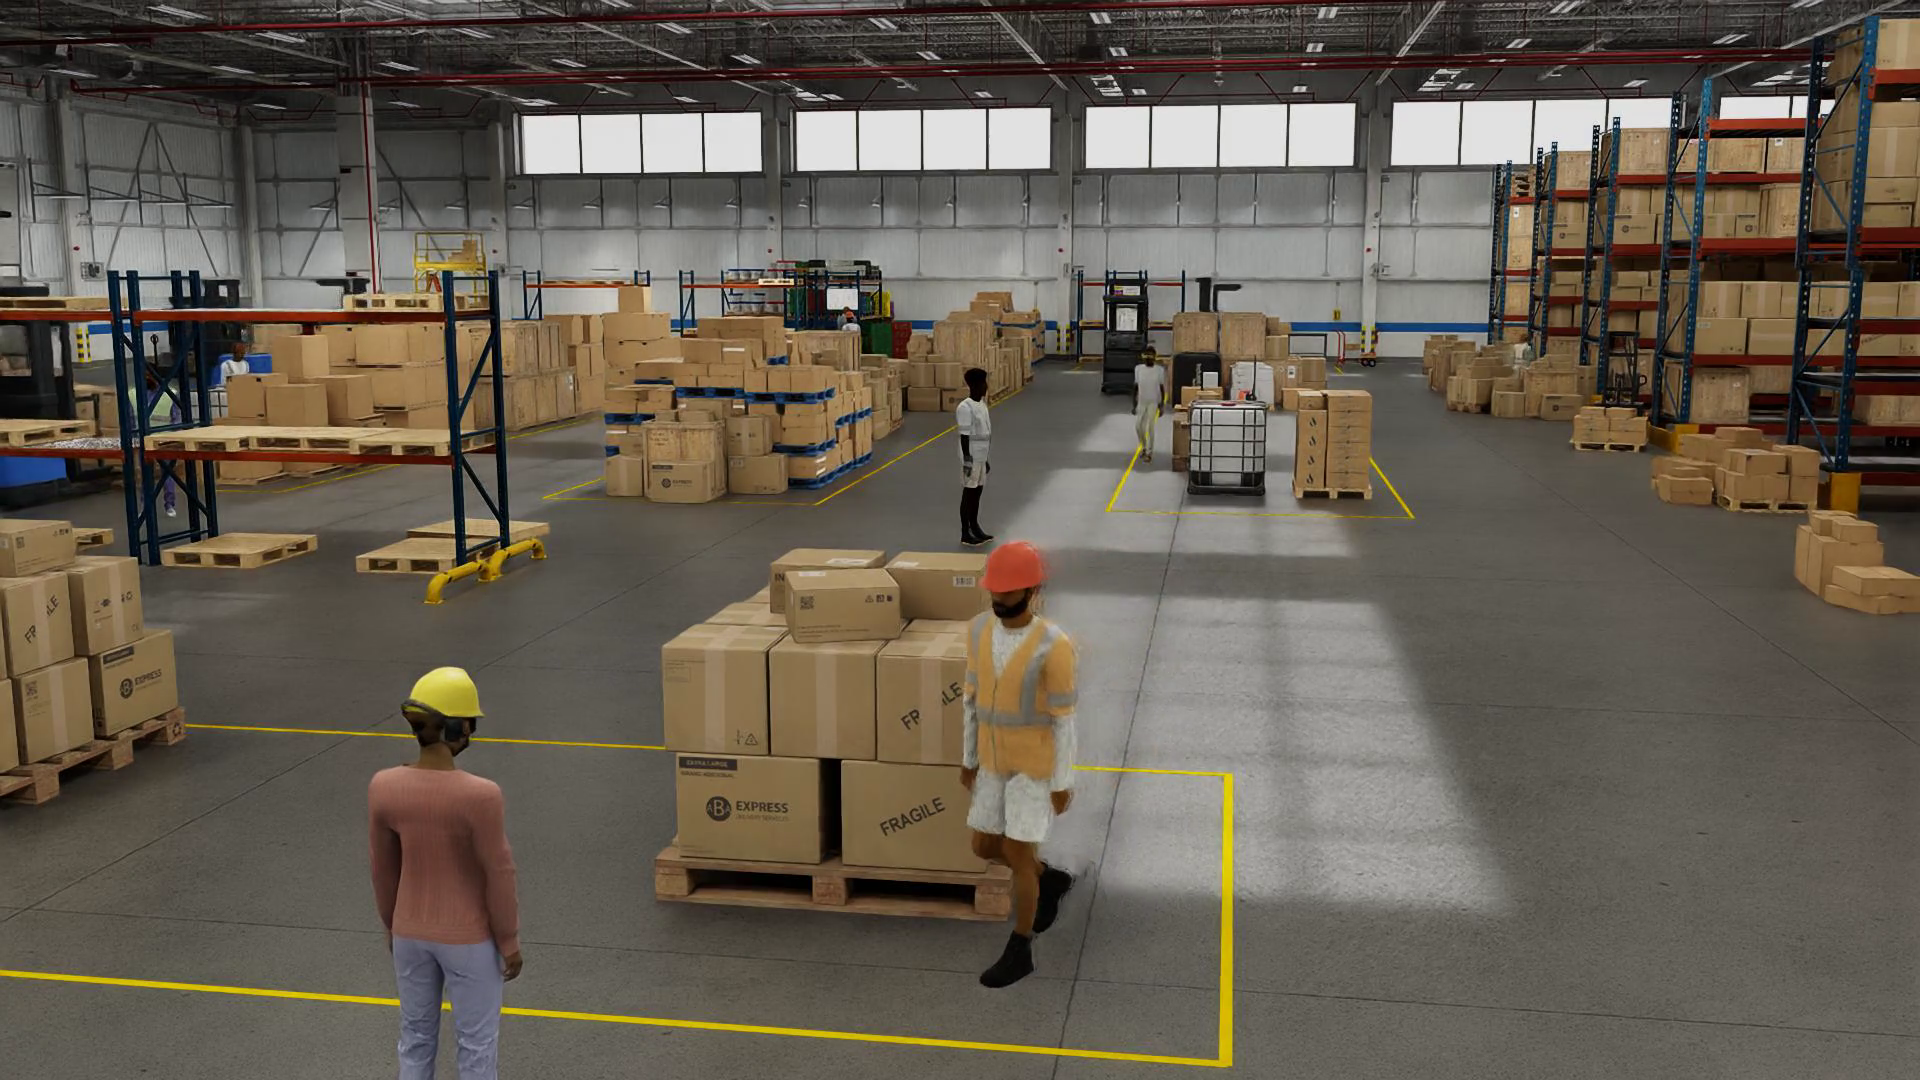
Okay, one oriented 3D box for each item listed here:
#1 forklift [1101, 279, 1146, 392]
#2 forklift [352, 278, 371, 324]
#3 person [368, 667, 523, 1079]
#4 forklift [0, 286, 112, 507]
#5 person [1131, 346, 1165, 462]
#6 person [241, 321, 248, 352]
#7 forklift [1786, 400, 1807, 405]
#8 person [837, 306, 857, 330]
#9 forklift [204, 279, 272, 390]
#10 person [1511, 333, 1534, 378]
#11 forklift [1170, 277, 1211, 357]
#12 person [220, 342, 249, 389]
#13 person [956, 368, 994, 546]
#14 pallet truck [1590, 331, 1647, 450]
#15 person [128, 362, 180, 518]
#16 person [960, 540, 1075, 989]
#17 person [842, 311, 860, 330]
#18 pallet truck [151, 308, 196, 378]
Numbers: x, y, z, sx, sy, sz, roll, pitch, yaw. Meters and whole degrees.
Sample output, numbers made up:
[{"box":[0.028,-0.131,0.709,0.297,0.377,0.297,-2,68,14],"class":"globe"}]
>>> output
[{"box":[4.161,-5.129,41.548,1.129,2.768,1.873,1,9,8],"class":"forklift"},{"box":[-15.667,-5.468,43.635,1.873,2.768,1.129,-3,10,-17],"class":"forklift"},{"box":[-1.662,1.286,5.439,0.523,1.760,0.327,3,10,19],"class":"person"},{"box":[-12.308,-1.914,21.717,1.129,2.768,1.873,1,9,9],"class":"forklift"},{"box":[2.967,-2.143,26.283,0.573,1.852,0.420,3,10,20],"class":"person"},{"box":[-19.949,-5.259,46.192,0.516,1.635,0.312,5,10,26],"class":"person"},{"box":[19.104,-4.375,36.895,1.873,2.768,1.129,1,9,9],"class":"forklift"},{"box":[-3.490,-6.247,51.352,0.628,1.936,0.374,-3,10,-16],"class":"person"},{"box":[-17.026,-4.653,38.612,1.873,2.768,1.129,2,9,11],"class":"forklift"},{"box":[12.853,-3.891,37.836,0.842,1.594,0.535,-5,10,-28],"class":"person"},{"box":[7.096,-6.253,48.479,1.873,2.768,1.129,1,9,9],"class":"forklift"},{"box":[-11.955,-2.329,27.402,0.492,1.865,0.683,3,10,18],"class":"person"},{"box":[0.171,-0.922,18.409,0.367,1.966,0.607,4,10,21],"class":"person"},{"box":[11.253,-2.573,28.499,0.823,1.965,1.885,5,10,27],"class":"pallet truck"},{"box":[-9.897,-1.228,20.445,0.587,1.920,0.390,-3,10,-16],"class":"person"},{"box":[0.288,0.927,7.156,0.556,1.918,0.612,8,12,42],"class":"person"},{"box":[-2.967,-5.231,45.127,0.542,1.928,0.399,-6,11,-34],"class":"person"},{"box":[-21.869,-5.598,47.154,0.823,1.965,1.885,4,10,26],"class":"pallet truck"}]
